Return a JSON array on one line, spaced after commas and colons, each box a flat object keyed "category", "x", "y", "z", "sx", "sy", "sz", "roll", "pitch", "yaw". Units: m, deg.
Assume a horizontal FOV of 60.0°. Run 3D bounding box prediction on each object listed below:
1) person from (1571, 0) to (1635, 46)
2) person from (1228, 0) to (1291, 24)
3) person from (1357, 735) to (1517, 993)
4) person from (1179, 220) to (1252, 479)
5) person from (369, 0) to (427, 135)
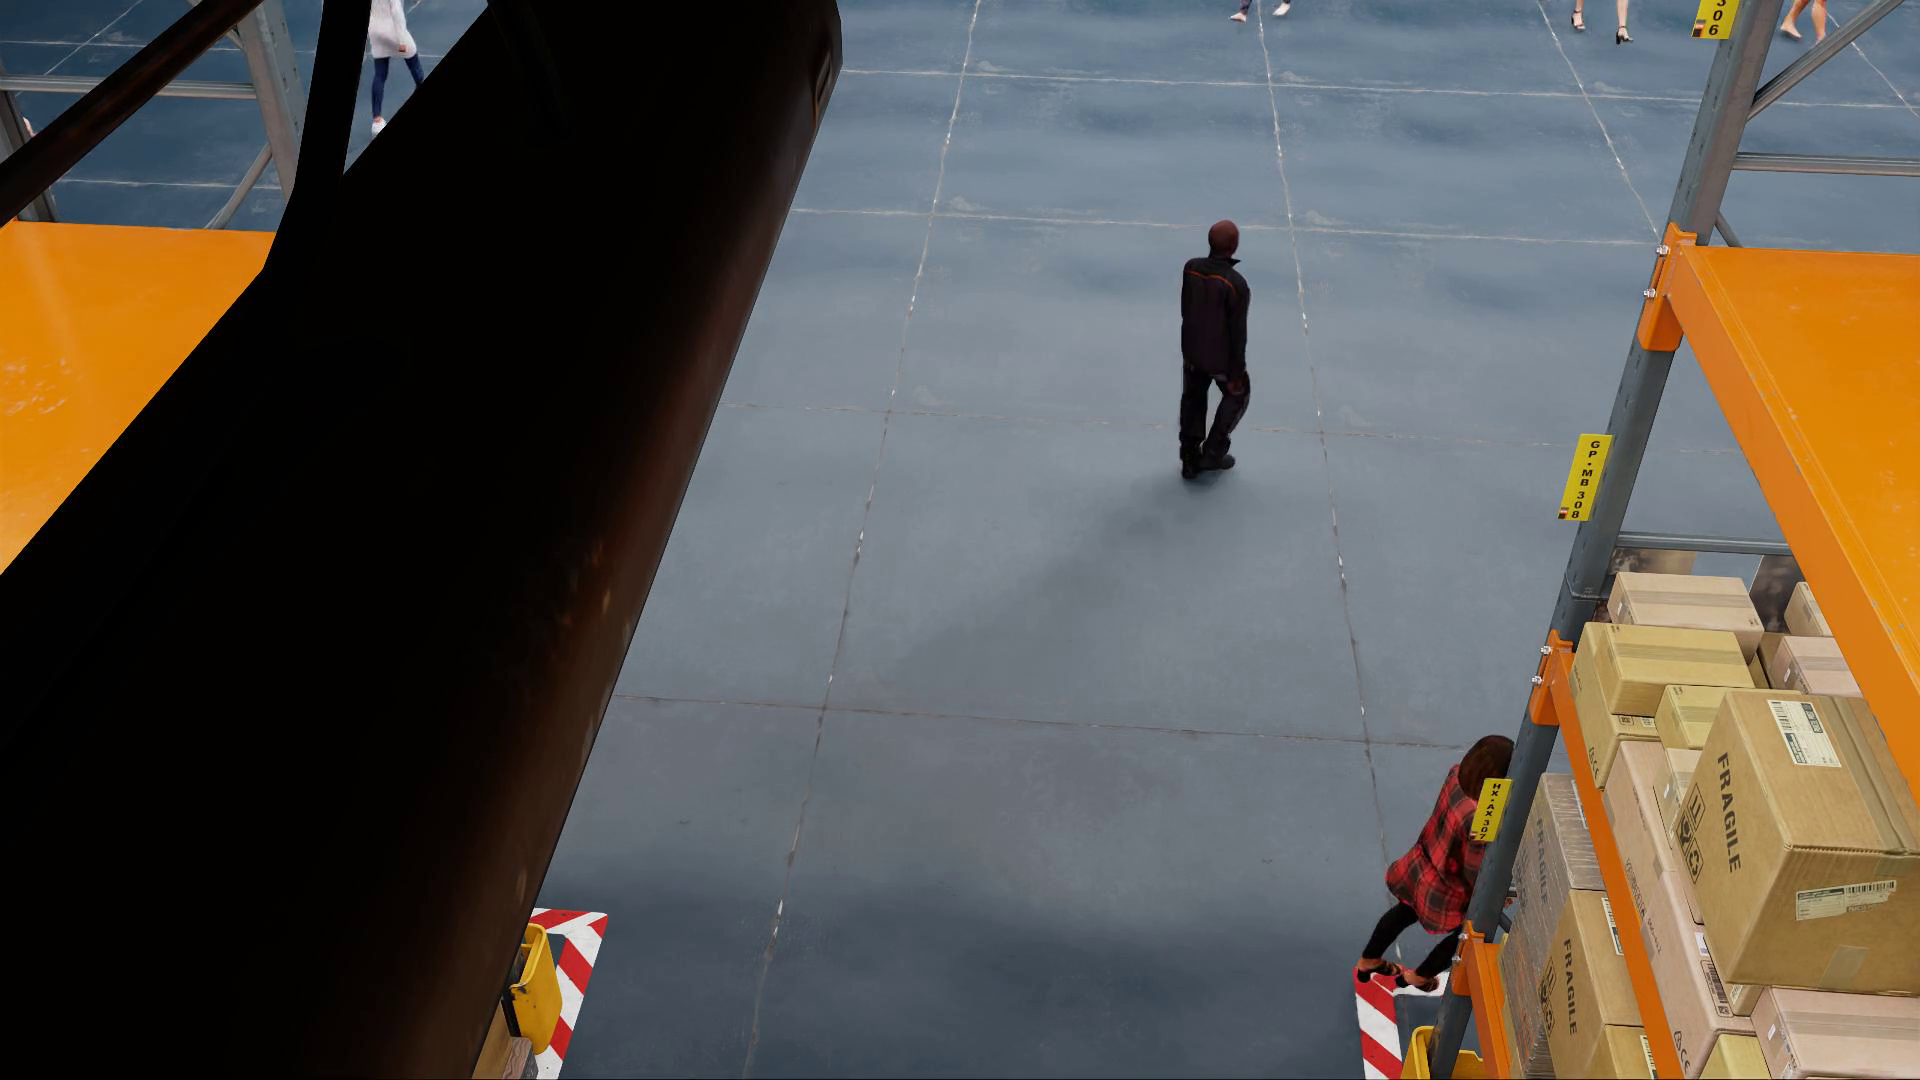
[{"category": "person", "x": 6.441, "y": -5.893, "z": 16.585, "sx": 0.876, "sy": 1.781, "sz": 1.191, "roll": -11, "pitch": 39, "yaw": -14}, {"category": "person", "x": 3.287, "y": -6.154, "z": 16.969, "sx": 1.075, "sy": 1.719, "sz": 1.213, "roll": 30, "pitch": 47, "yaw": 32}, {"category": "person", "x": 2.059, "y": 1.504, "z": 7.223, "sx": 0.742, "sy": 1.667, "sz": 0.711, "roll": -7, "pitch": 39, "yaw": -9}, {"category": "person", "x": 1.529, "y": -1.145, "z": 10.488, "sx": 0.887, "sy": 1.815, "sz": 0.844, "roll": -32, "pitch": 48, "yaw": -34}, {"category": "person", "x": -5.151, "y": -4.468, "z": 14.804, "sx": 0.907, "sy": 1.731, "sz": 1.220, "roll": 18, "pitch": 41, "yaw": 21}]
